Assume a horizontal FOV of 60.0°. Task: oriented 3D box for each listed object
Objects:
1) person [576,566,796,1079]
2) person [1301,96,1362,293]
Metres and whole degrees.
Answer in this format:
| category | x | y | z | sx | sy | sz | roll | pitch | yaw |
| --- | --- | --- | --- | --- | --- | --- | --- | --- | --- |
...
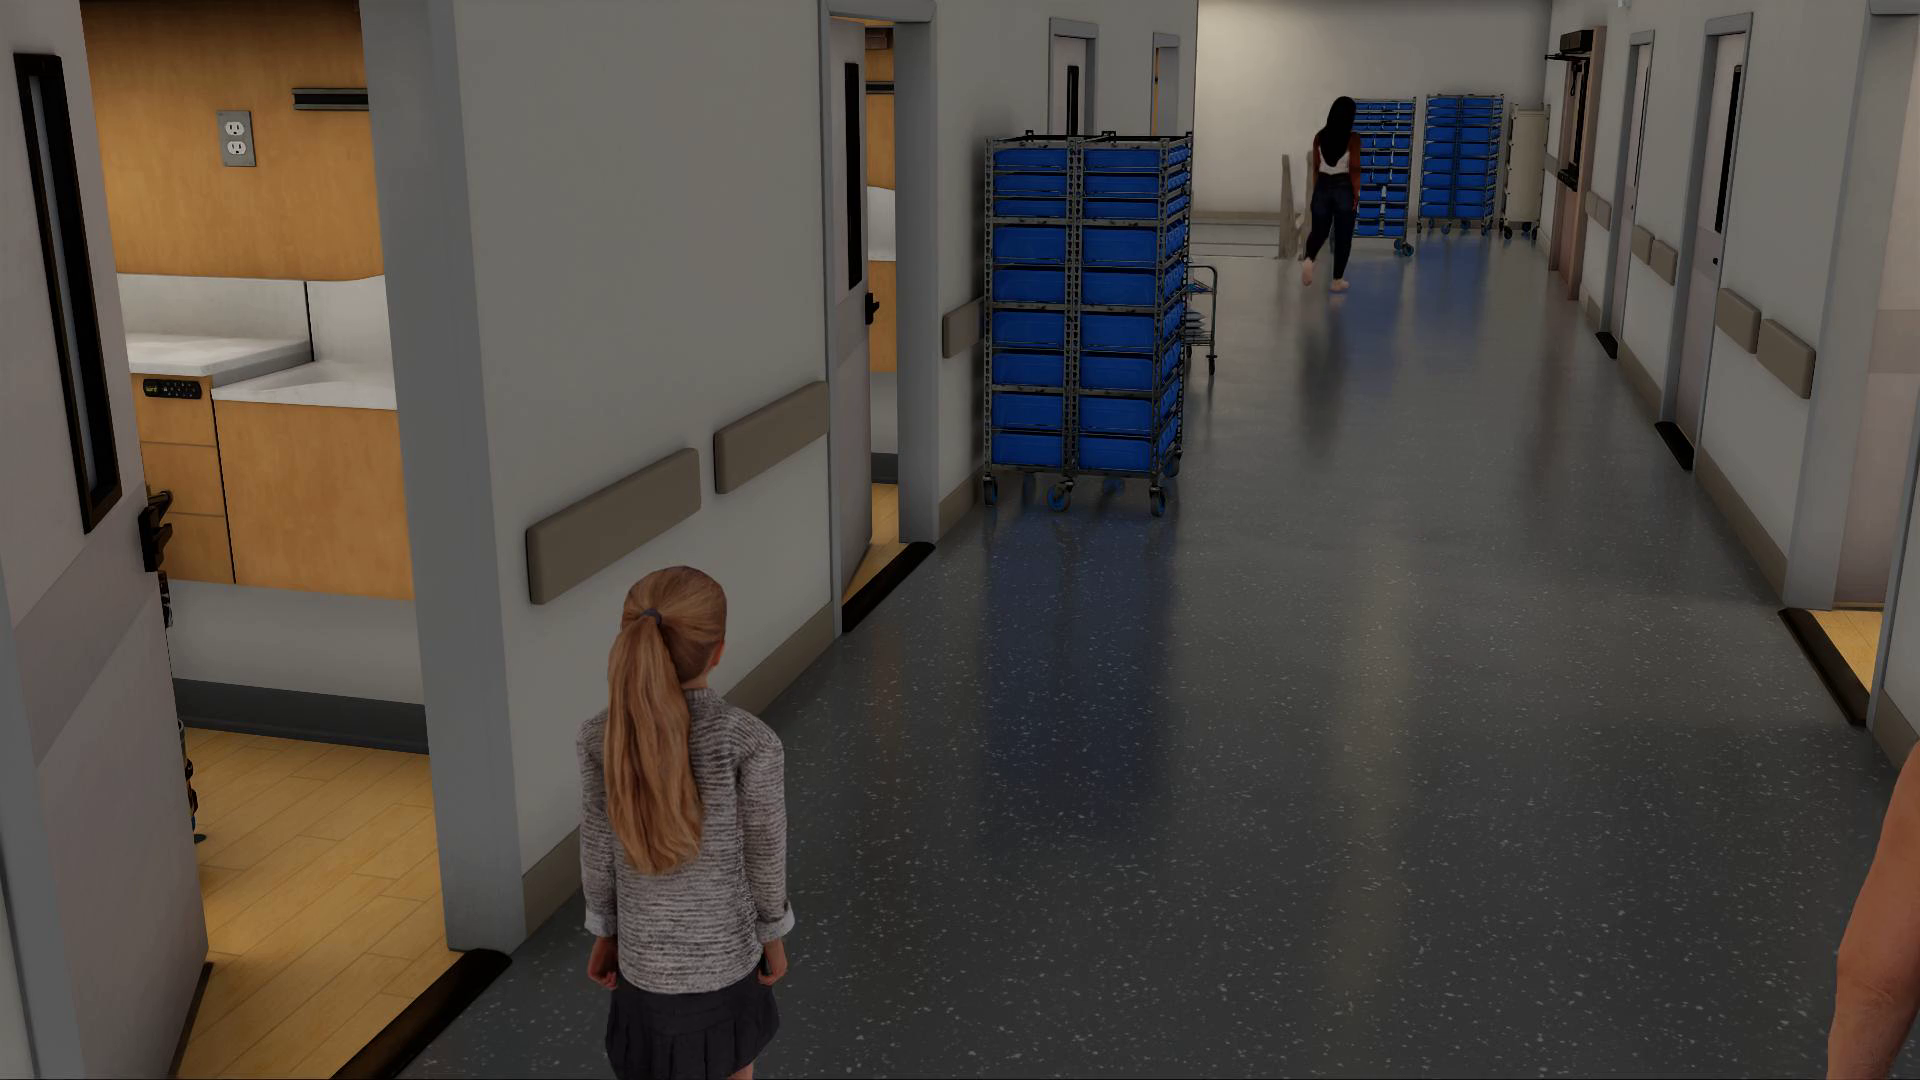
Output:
| category | x | y | z | sx | sy | sz | roll | pitch | yaw |
| --- | --- | --- | --- | --- | --- | --- | --- | --- | --- |
| person | -0.465 | 0.673 | 2.739 | 0.555 | 1.262 | 0.746 | 2 | 16 | 8 |
| person | 3.454 | -3.198 | 15.498 | 0.847 | 1.797 | 1.027 | 11 | 19 | 35 |
